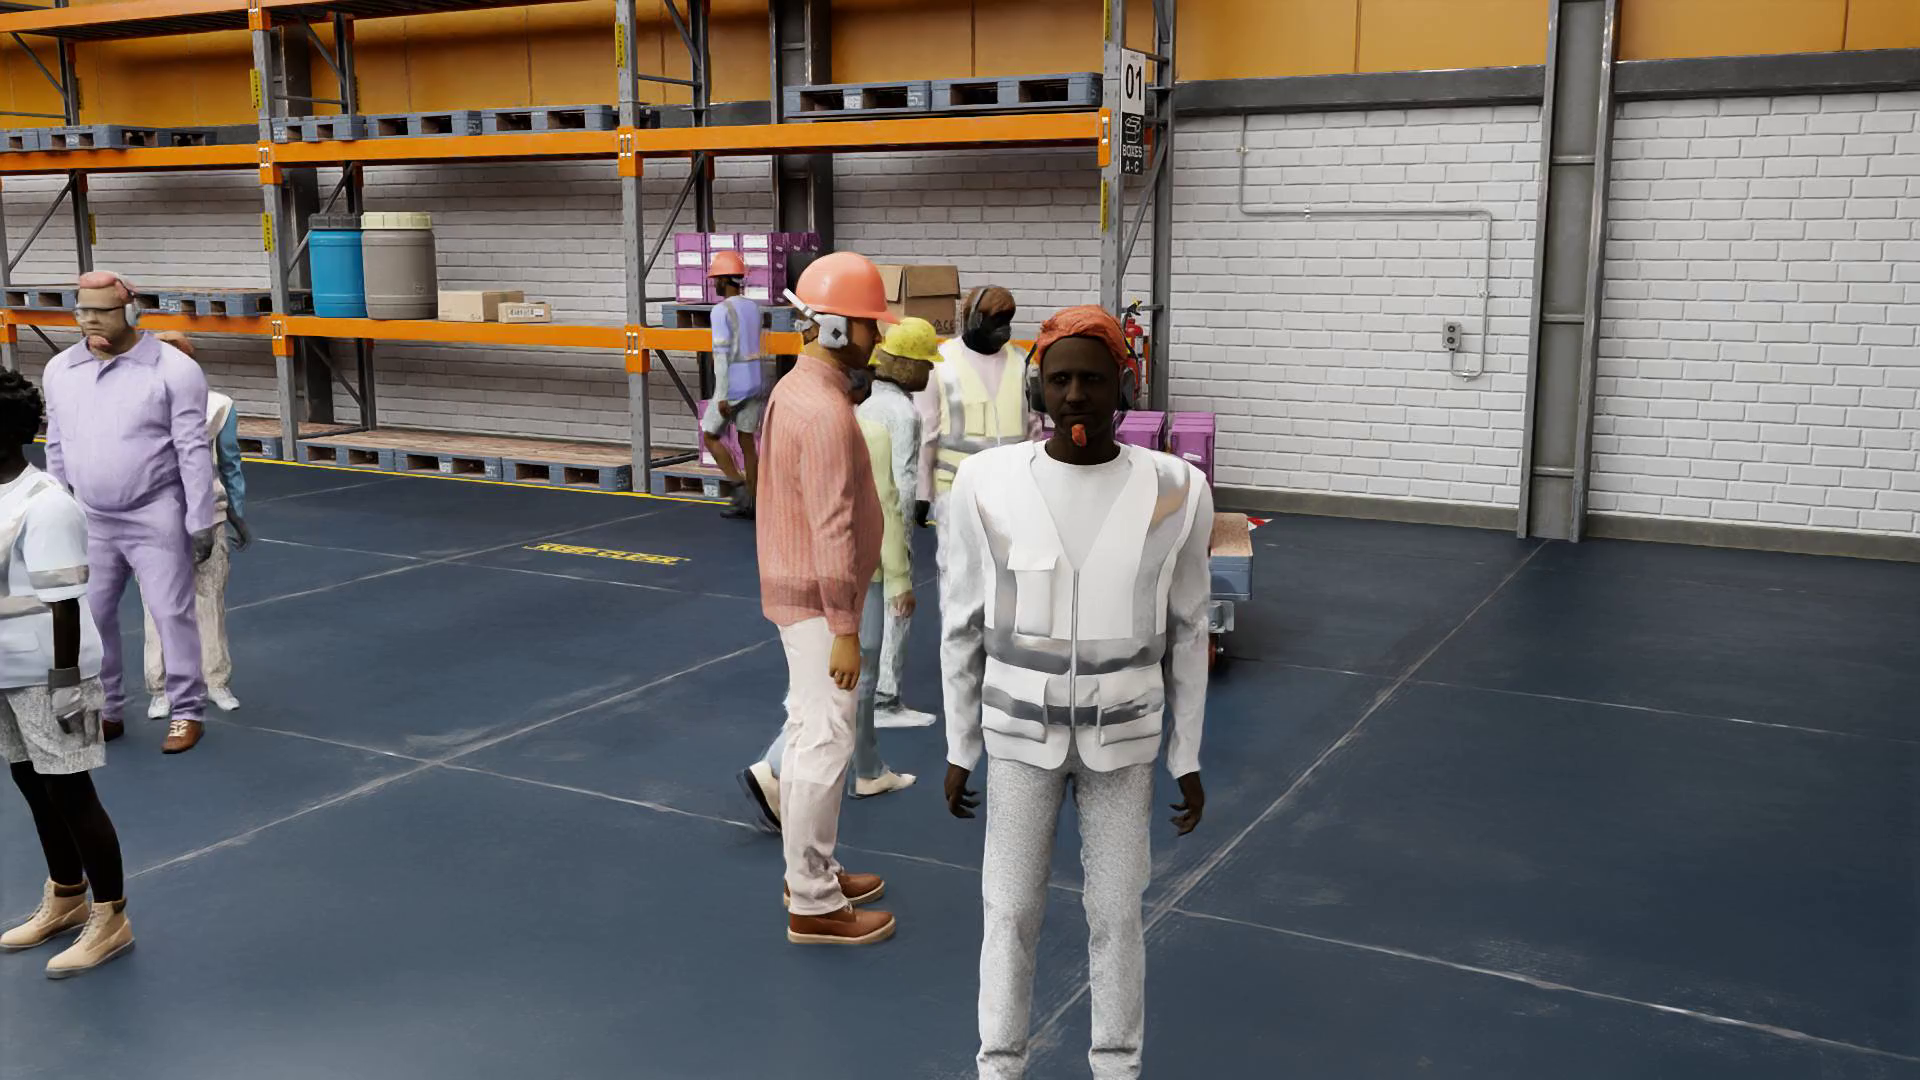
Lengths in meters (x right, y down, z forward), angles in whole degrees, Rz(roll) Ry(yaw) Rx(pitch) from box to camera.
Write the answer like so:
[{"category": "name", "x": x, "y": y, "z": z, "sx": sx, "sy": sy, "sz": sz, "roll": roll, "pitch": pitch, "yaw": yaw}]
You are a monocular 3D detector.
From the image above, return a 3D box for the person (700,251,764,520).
[{"category": "person", "x": -1.617, "y": -1.085, "z": 11.852, "sx": 0.422, "sy": 1.918, "sz": 0.543, "roll": 6, "pitch": 12, "yaw": 32}]

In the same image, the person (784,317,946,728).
[{"category": "person", "x": -0.383, "y": -0.046, "z": 6.766, "sx": 0.634, "sy": 1.706, "sz": 0.523, "roll": -5, "pitch": 12, "yaw": -27}]

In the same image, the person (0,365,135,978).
[{"category": "person", "x": -2.557, "y": 0.360, "z": 4.576, "sx": 0.540, "sy": 1.694, "sz": 0.323, "roll": 7, "pitch": 13, "yaw": 35}]

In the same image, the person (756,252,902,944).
[{"category": "person", "x": -0.370, "y": 0.178, "z": 4.773, "sx": 0.412, "sy": 1.981, "sz": 0.625, "roll": -2, "pitch": 11, "yaw": -13}]

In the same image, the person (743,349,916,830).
[{"category": "person", "x": -0.441, "y": 0.118, "z": 5.751, "sx": 0.739, "sy": 1.740, "sz": 0.529, "roll": -7, "pitch": 13, "yaw": -35}]

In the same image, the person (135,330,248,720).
[{"category": "person", "x": -3.303, "y": -0.067, "z": 7.054, "sx": 0.521, "sy": 1.638, "sz": 0.311, "roll": -6, "pitch": 12, "yaw": -31}]

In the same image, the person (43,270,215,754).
[{"category": "person", "x": -3.240, "y": -0.092, "z": 6.482, "sx": 0.660, "sy": 1.897, "sz": 0.396, "roll": 0, "pitch": 10, "yaw": 0}]

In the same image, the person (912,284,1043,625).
[{"category": "person", "x": 0.058, "y": -0.253, "z": 7.594, "sx": 0.651, "sy": 1.820, "sz": 0.641, "roll": -4, "pitch": 11, "yaw": -22}]

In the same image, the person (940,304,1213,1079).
[{"category": "person", "x": 0.242, "y": 0.445, "z": 3.566, "sx": 0.572, "sy": 1.883, "sz": 0.355, "roll": 1, "pitch": 10, "yaw": 4}]
